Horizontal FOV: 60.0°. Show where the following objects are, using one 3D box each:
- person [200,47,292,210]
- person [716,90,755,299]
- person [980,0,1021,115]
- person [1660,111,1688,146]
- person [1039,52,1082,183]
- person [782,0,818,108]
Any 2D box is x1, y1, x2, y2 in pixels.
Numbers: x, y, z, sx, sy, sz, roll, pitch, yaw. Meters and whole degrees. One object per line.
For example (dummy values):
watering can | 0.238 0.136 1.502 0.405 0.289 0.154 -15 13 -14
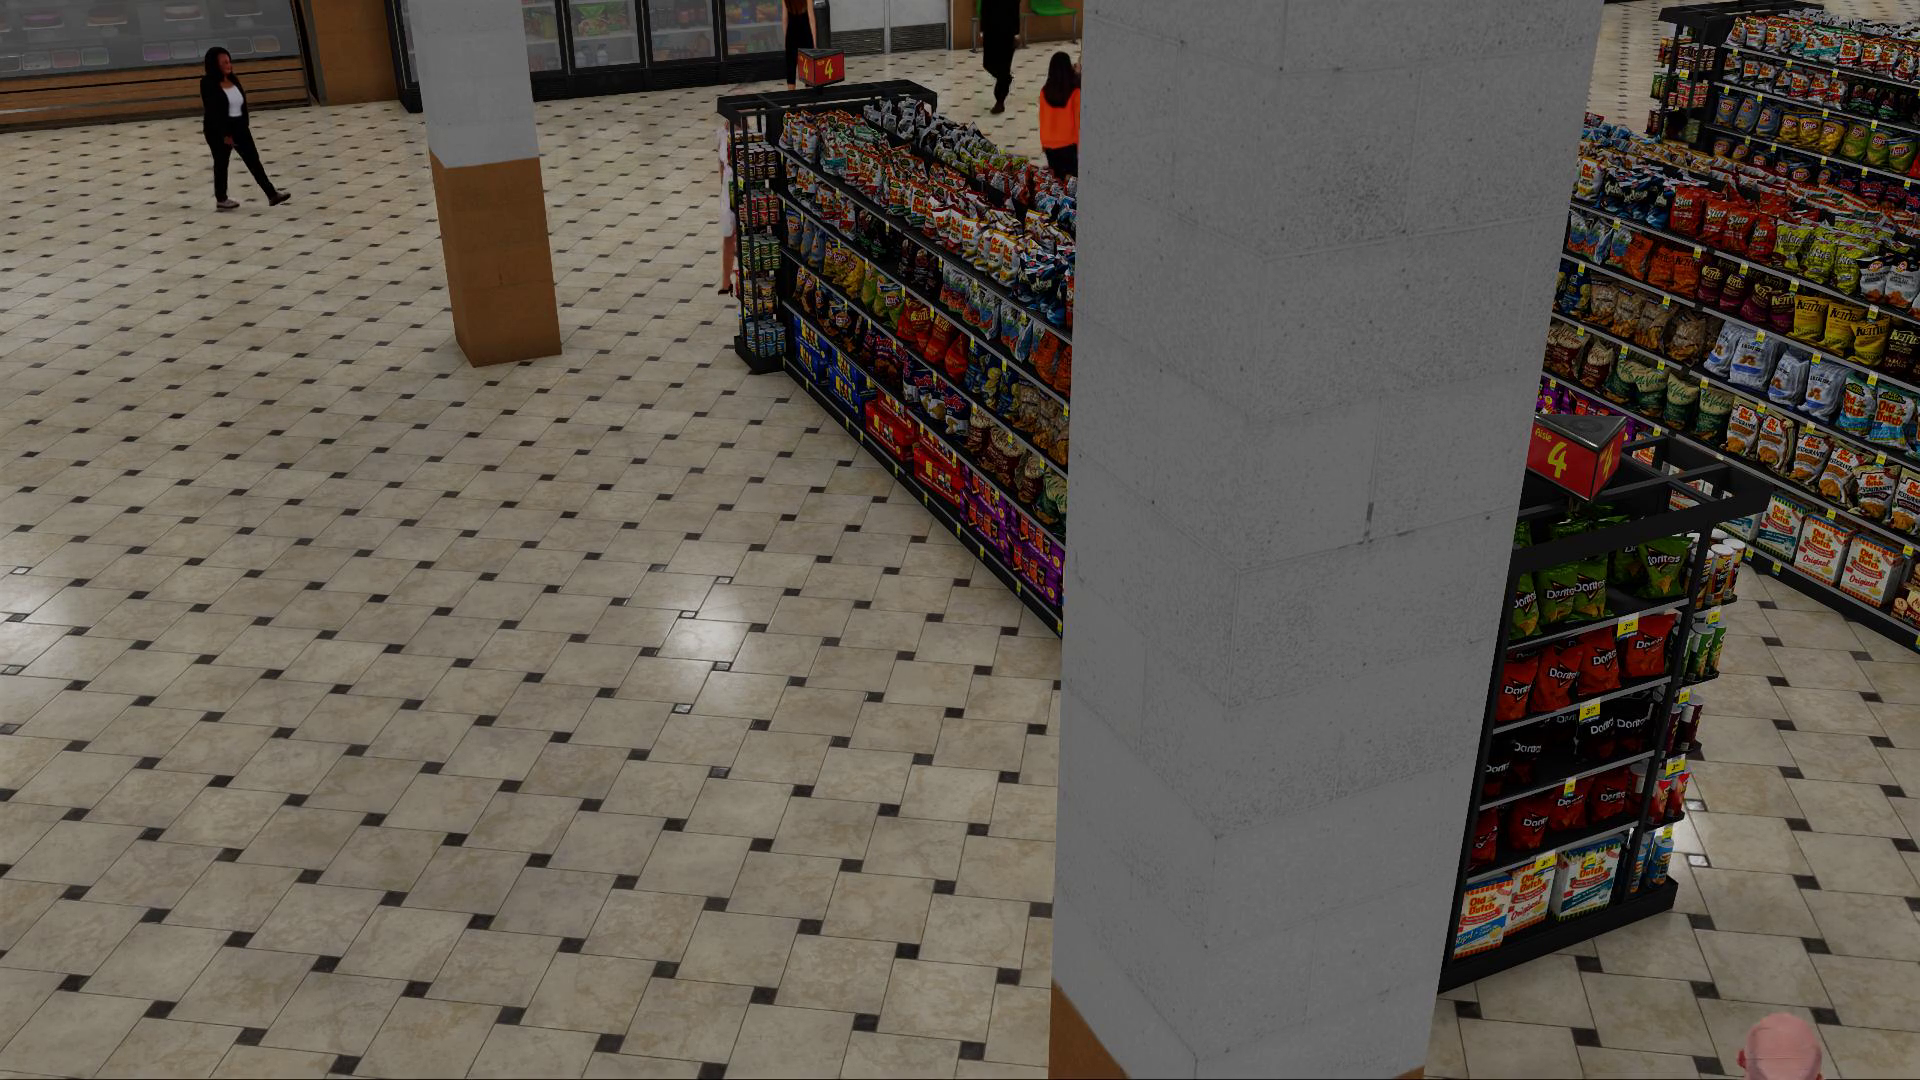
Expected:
person | -7.319 -4.033 16.444 1.092 1.581 1.045 9 28 16
person | -1.835 -2.956 14.184 0.983 1.704 1.114 6 28 12
person | 0.531 -6.246 20.467 1.080 1.889 1.113 11 29 21
person | 6.518 -3.310 15.370 0.601 1.262 0.724 -6 28 -12
person | 0.914 -3.638 15.499 0.898 1.731 0.907 17 32 31
person | -1.991 -6.158 20.477 0.654 1.723 0.694 6 27 11
